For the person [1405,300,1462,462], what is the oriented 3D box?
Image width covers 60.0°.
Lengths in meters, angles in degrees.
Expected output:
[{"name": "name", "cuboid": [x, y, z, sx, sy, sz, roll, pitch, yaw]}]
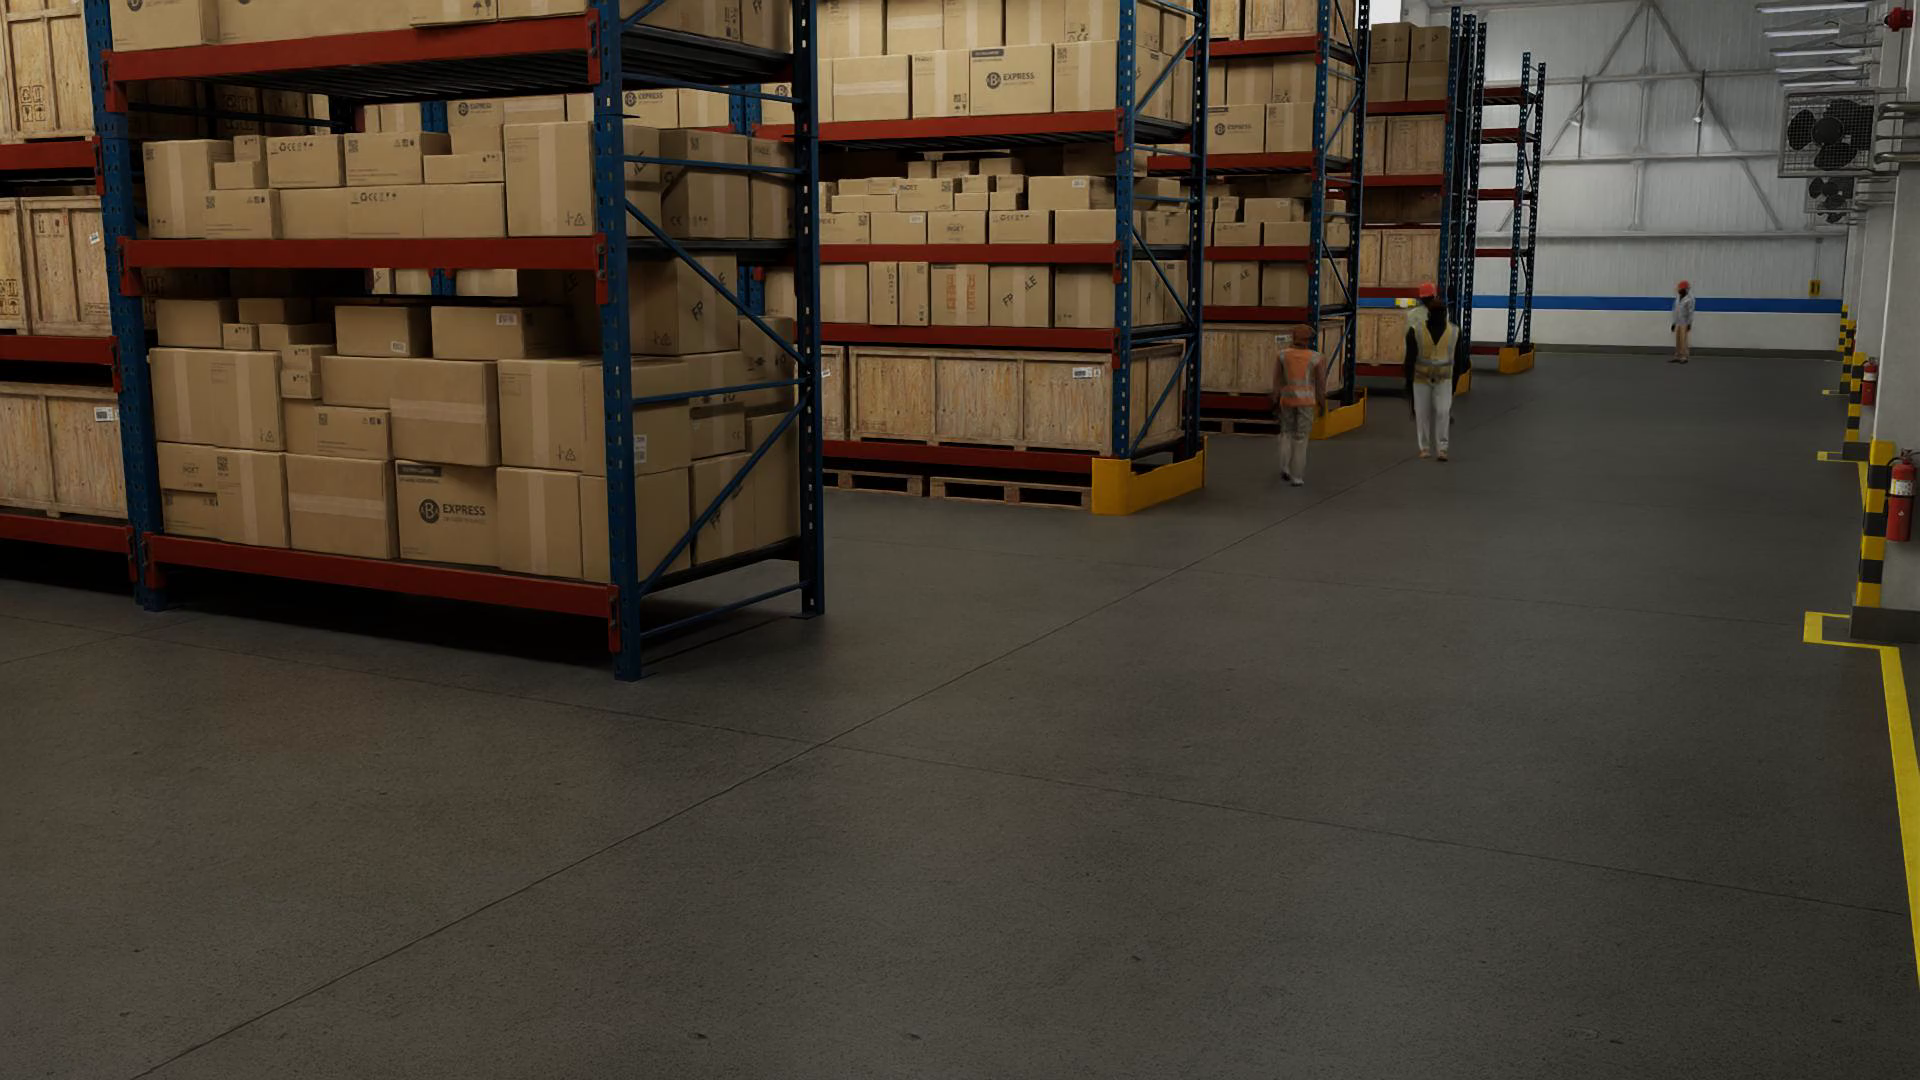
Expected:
[{"name": "person", "cuboid": [5.298, -1.773, 18.621, 0.626, 1.802, 0.897, 2, 10, 11]}]

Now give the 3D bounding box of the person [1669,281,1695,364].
[{"name": "person", "cuboid": [15.236, -4.589, 35.139, 0.420, 1.734, 0.567, -3, 10, -19]}]

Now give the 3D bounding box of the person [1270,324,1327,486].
[{"name": "person", "cuboid": [3.424, -1.361, 16.743, 0.552, 1.618, 0.505, 5, 11, 26]}]

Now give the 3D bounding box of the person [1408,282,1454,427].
[{"name": "person", "cuboid": [6.326, -2.492, 22.422, 0.600, 1.927, 1.019, -1, 10, -3]}]
